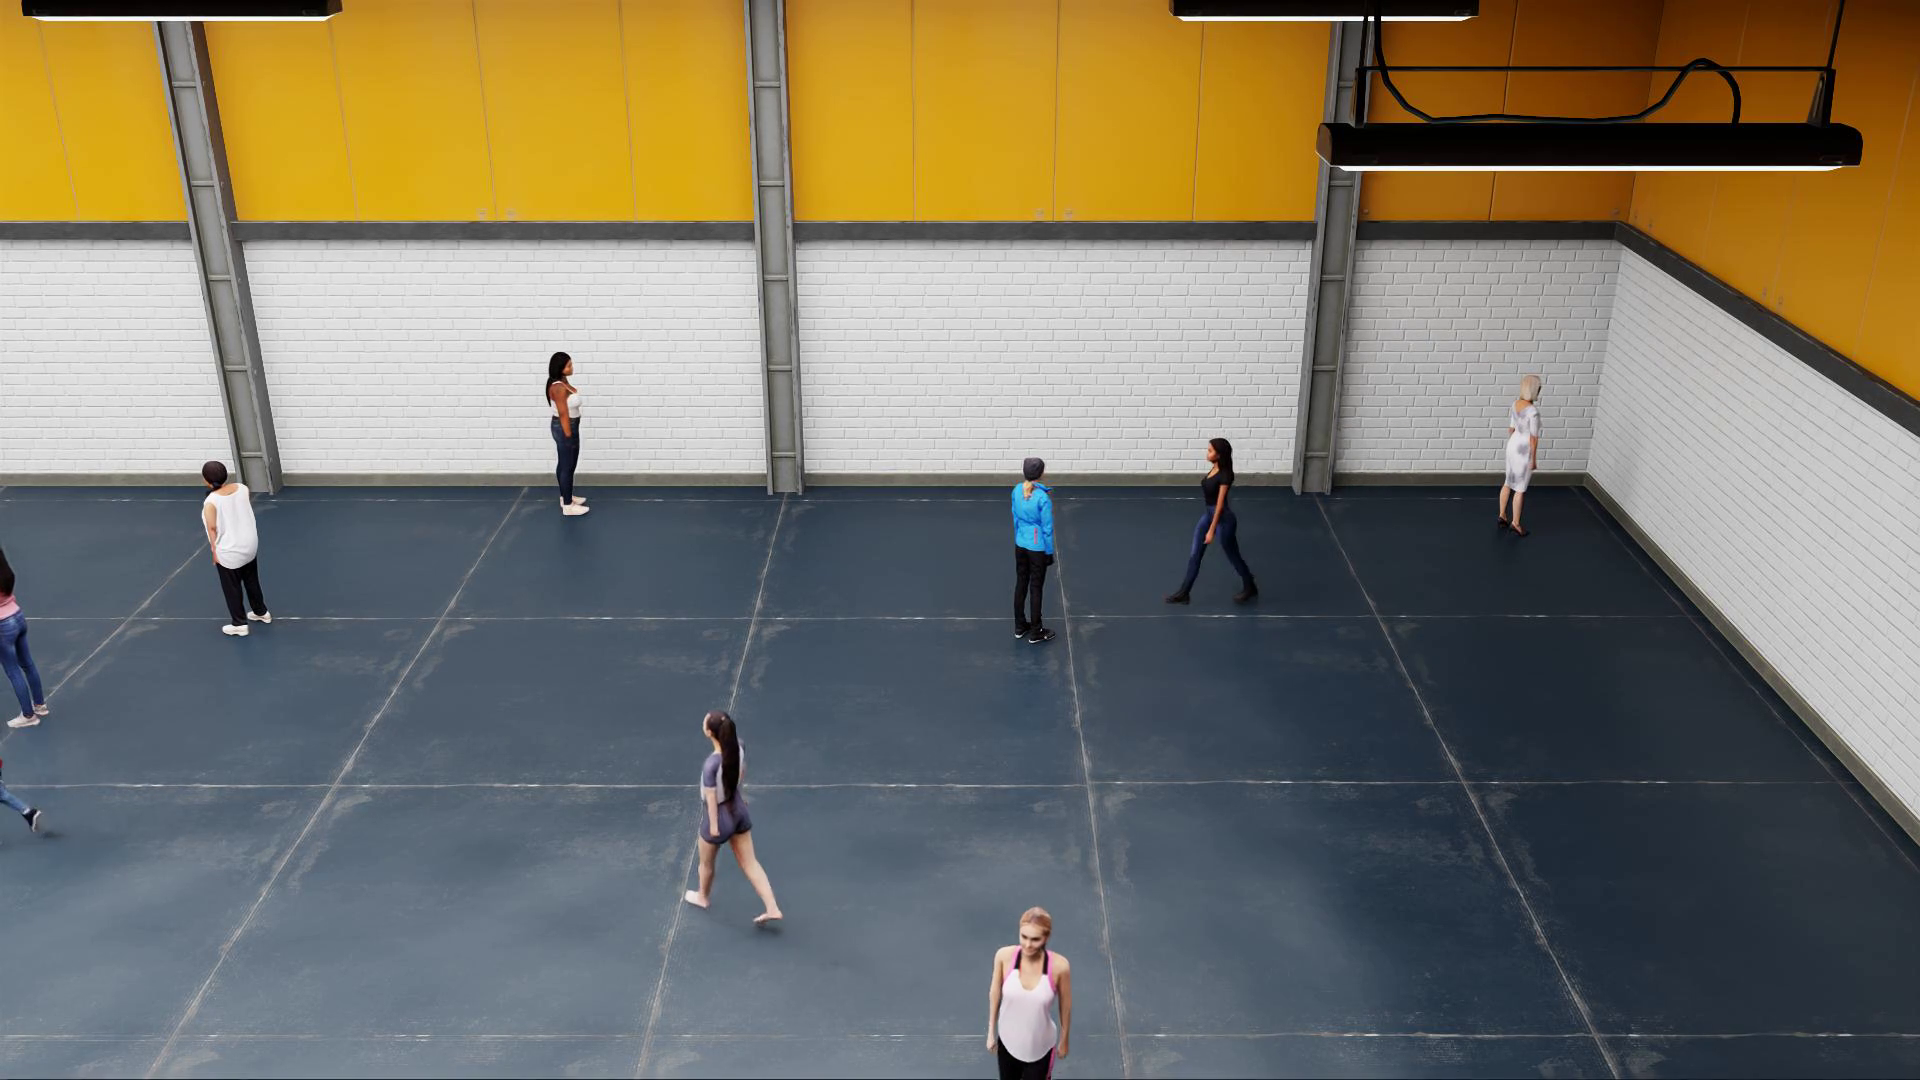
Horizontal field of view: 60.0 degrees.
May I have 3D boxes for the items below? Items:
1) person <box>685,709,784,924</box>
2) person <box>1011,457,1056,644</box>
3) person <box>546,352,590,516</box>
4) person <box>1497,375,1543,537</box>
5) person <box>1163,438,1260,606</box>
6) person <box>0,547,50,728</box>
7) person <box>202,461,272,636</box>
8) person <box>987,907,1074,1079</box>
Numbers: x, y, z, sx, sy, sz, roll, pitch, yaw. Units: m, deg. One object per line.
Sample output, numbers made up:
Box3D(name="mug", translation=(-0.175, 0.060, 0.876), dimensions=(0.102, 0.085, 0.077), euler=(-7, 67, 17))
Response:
Box3D(name="person", translation=(-1.510, 1.921, 11.286), dimensions=(1.130, 1.612, 0.974), euler=(15, 28, 31))
Box3D(name="person", translation=(0.659, 0.082, 15.263), dimensions=(0.736, 1.795, 0.682), euler=(-21, 31, -39))
Box3D(name="person", translation=(-4.317, -1.173, 18.121), dimensions=(0.689, 1.807, 0.701), euler=(-6, 24, -14))
Box3D(name="person", translation=(5.927, -0.908, 17.583), dimensions=(0.612, 1.751, 0.628), euler=(-8, 25, -17))
Box3D(name="person", translation=(2.557, -0.129, 15.876), dimensions=(1.228, 1.691, 0.773), euler=(-5, 24, -11))
Box3D(name="person", translation=(-7.931, 0.734, 13.838), dimensions=(0.521, 1.742, 0.578), euler=(2, 24, 4))
Box3D(name="person", translation=(-6.776, 0.051, 15.475), dimensions=(0.757, 1.682, 0.749), euler=(10, 26, 22))
Box3D(name="person", translation=(0.392, 2.739, 9.212), dimensions=(1.003, 1.774, 0.889), euler=(8, 25, 17))
